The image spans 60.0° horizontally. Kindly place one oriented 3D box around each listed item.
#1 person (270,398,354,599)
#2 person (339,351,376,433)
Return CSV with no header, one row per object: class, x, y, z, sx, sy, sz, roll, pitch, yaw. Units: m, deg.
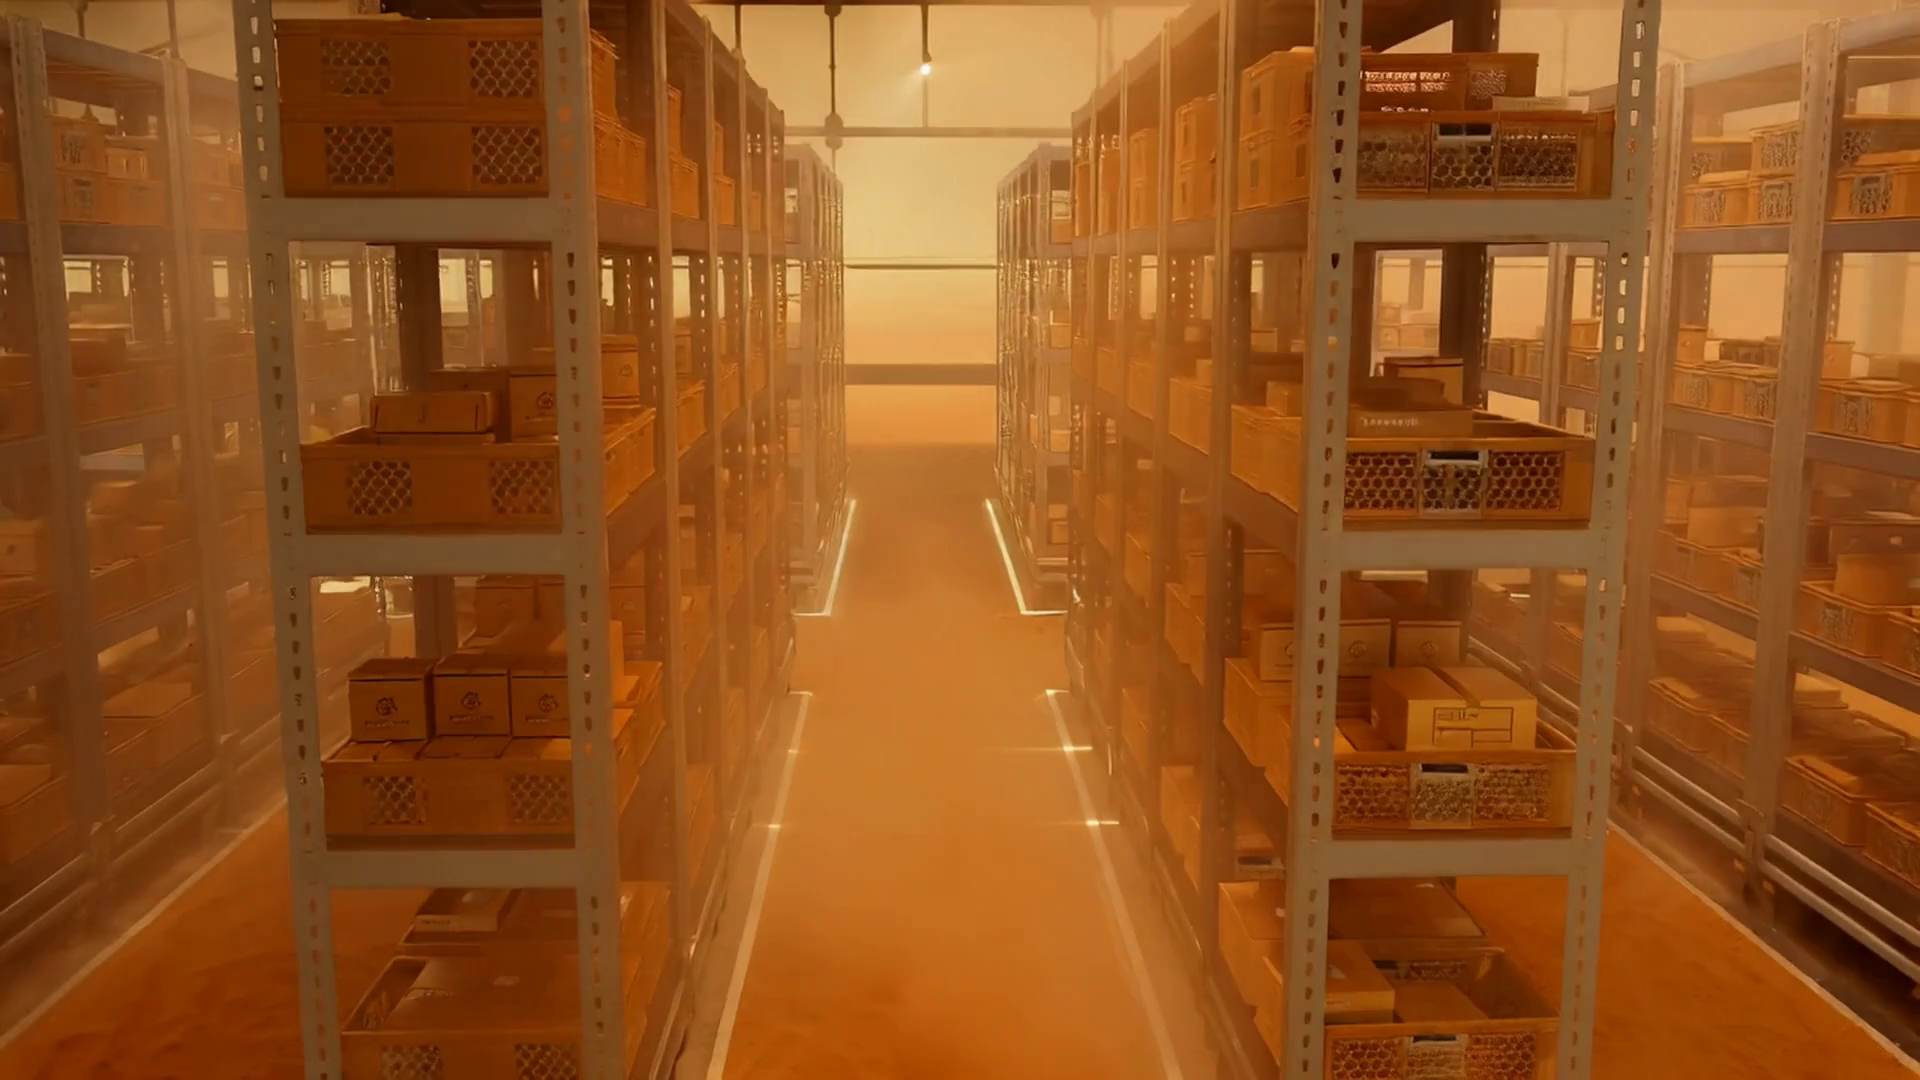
person,-4.732,-0.226,12.212,0.706,1.822,0.575,0,9,-1
person,-5.500,-0.792,15.216,0.422,1.982,0.700,-4,10,-24
